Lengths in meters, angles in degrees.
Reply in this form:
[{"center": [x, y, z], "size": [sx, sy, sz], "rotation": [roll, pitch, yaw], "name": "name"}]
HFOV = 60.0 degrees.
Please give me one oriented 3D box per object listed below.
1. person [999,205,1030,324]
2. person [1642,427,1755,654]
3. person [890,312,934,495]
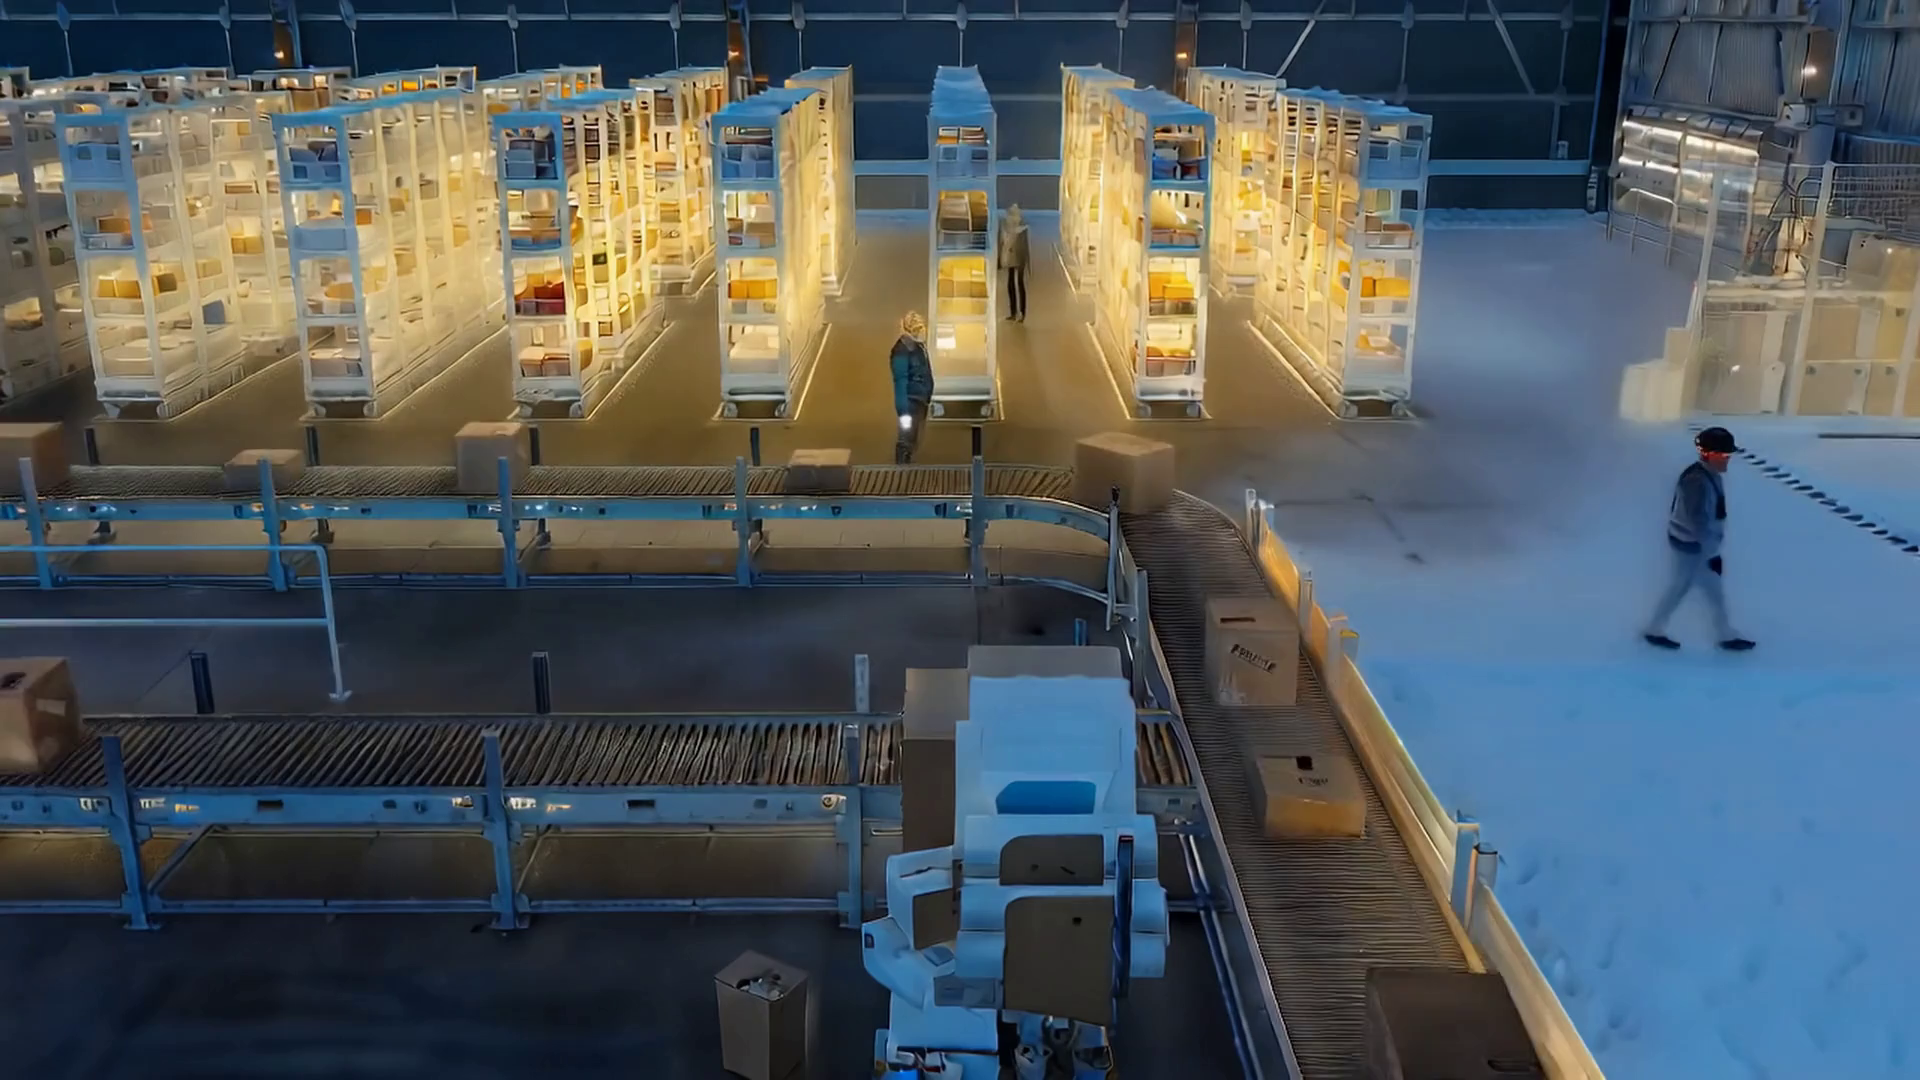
[{"center": [0.841, -4.304, 25.940], "size": [0.568, 1.831, 0.412], "rotation": [15, 23, 39], "name": "person"}, {"center": [5.710, 0.036, 12.617], "size": [0.869, 1.792, 0.593], "rotation": [13, 22, 35], "name": "person"}, {"center": [-0.463, -1.348, 16.706], "size": [0.408, 1.906, 0.653], "rotation": [4, 19, 13], "name": "person"}]
